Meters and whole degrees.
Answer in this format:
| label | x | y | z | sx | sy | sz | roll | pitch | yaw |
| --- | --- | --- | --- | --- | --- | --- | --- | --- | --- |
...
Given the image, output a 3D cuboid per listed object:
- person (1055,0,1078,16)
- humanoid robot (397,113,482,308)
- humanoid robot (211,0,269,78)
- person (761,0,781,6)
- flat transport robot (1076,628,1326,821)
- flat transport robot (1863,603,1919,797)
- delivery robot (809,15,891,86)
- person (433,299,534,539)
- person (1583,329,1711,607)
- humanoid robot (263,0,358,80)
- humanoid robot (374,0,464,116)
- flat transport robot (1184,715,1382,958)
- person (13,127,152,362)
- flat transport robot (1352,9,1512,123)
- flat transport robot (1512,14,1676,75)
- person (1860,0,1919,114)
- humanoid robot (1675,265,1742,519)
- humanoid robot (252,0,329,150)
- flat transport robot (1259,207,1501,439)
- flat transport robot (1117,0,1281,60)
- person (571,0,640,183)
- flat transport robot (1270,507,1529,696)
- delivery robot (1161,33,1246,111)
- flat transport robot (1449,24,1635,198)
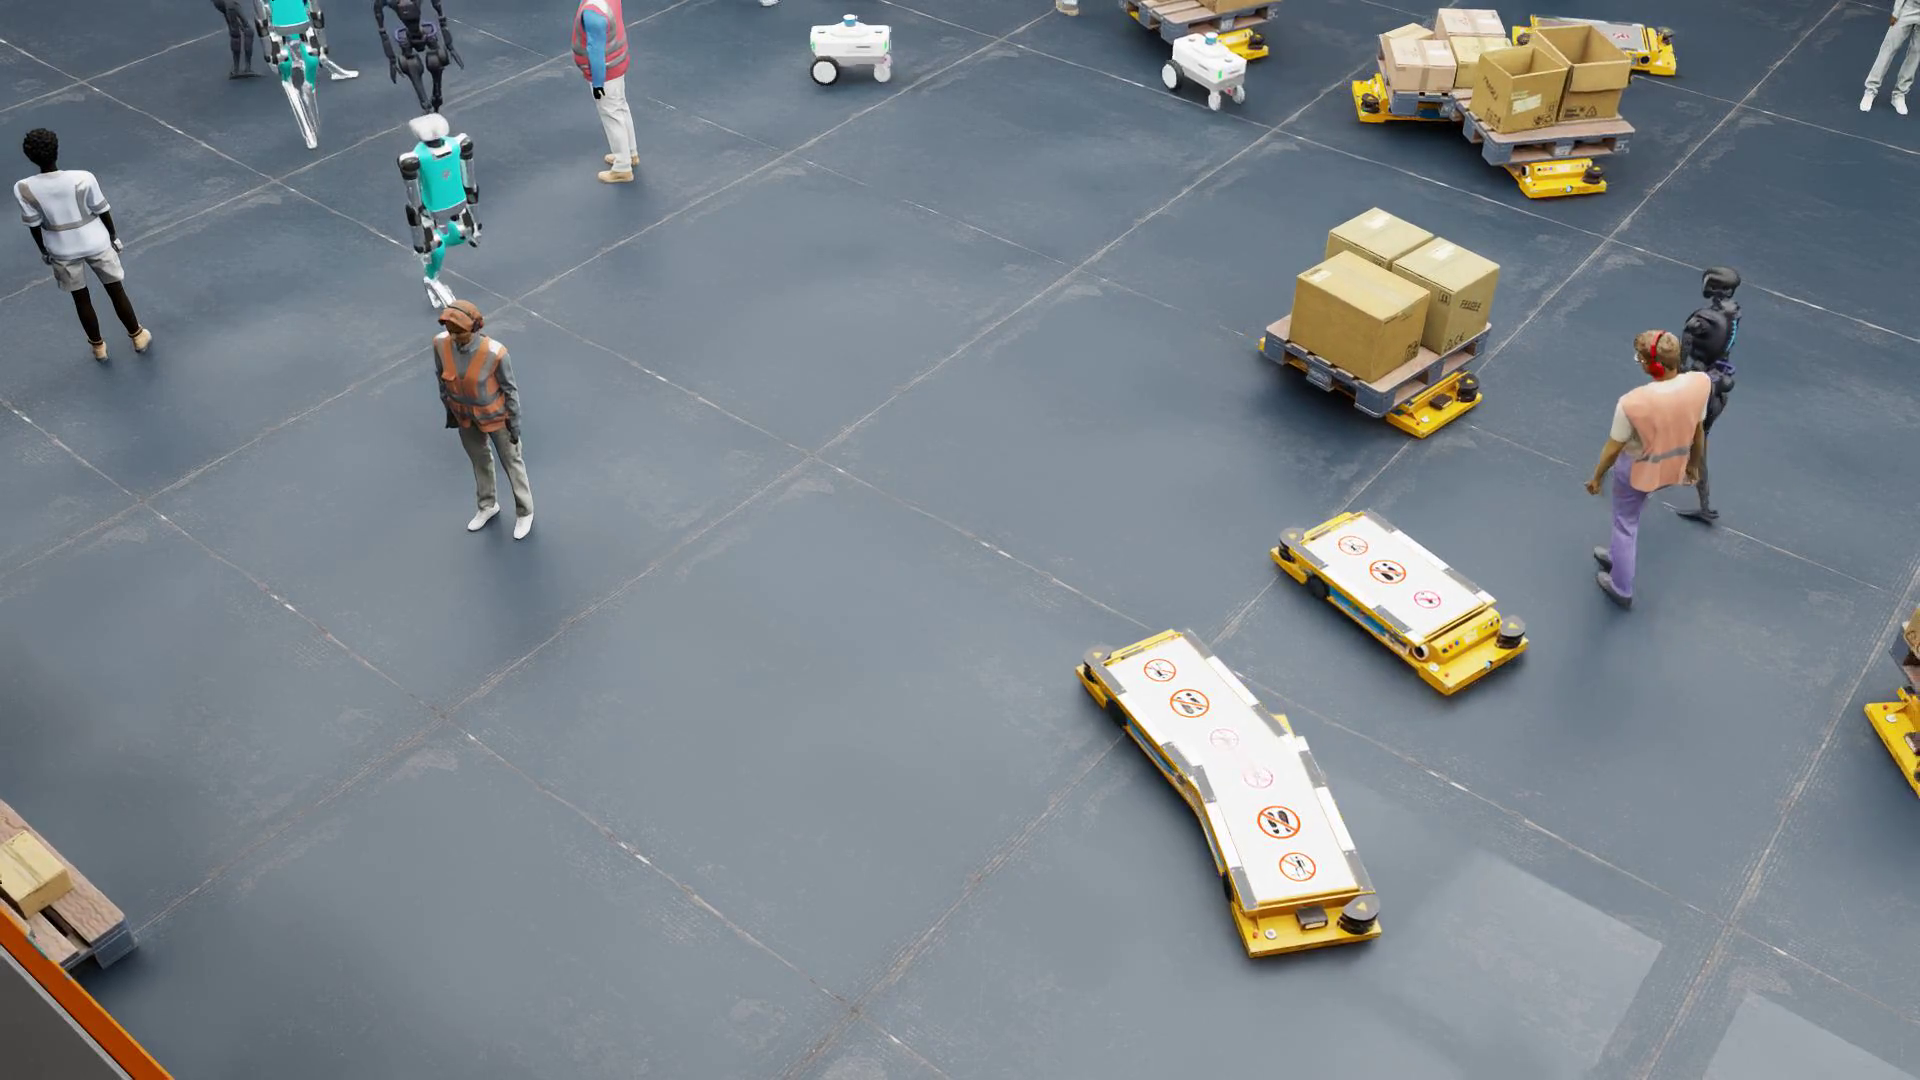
| label | x | y | z | sx | sy | sz | roll | pitch | yaw |
| --- | --- | --- | --- | --- | --- | --- | --- | --- | --- |
| person | 1.111 | -5.955 | 15.847 | 0.625 | 1.856 | 0.458 | -24 | 46 | -26 |
| humanoid robot | -3.725 | -2.241 | 11.597 | 0.534 | 1.759 | 0.979 | -33 | 50 | -32 |
| humanoid robot | -6.549 | -4.918 | 14.786 | 0.357 | 1.643 | 0.608 | -16 | 43 | -18 |
| person | -2.048 | -6.055 | 16.107 | 0.851 | 1.686 | 0.501 | 18 | 44 | 20 |
| flat transport robot | 1.275 | 0.999 | 8.902 | 0.659 | 0.231 | 1.431 | -20 | 44 | -22 |
| flat transport robot | 5.666 | 1.064 | 8.826 | 1.431 | 0.231 | 0.659 | -2 | 40 | -2 |
| delivery robot | -1.006 | -4.470 | 15.109 | 0.773 | 0.586 | 0.499 | 0 | 40 | 0 |
| person | -2.823 | -0.722 | 9.868 | 0.512 | 1.640 | 0.308 | 11 | 42 | 13 |
| person | 3.812 | -0.440 | 9.407 | 0.651 | 1.804 | 0.627 | -14 | 42 | -16 |
| humanoid robot | -5.952 | -4.848 | 14.667 | 0.887 | 1.780 | 0.567 | -9 | 41 | -10 |
| humanoid robot | -4.465 | -4.058 | 13.808 | 0.609 | 1.624 | 0.749 | -13 | 42 | -15 |
| flat transport robot | 1.562 | 1.432 | 8.393 | 0.659 | 0.231 | 1.431 | -7 | 41 | -8 |
| person | -5.995 | -2.001 | 11.328 | 0.539 | 1.695 | 0.317 | -15 | 43 | -17 |
| flat transport robot | 4.218 | -3.887 | 14.650 | 1.431 | 0.231 | 0.659 | 3 | 40 | 3 |
| flat transport robot | 5.906 | -4.617 | 15.509 | 1.431 | 0.231 | 0.659 | 9 | 41 | 10 |
| person | 8.225 | -4.493 | 14.228 | 0.483 | 1.738 | 0.309 | 9 | 41 | 11 |
| humanoid robot | 4.470 | -0.887 | 10.073 | 0.594 | 1.619 | 0.760 | -26 | 47 | -27 |
| humanoid robot | -5.509 | -4.061 | 13.786 | 0.557 | 1.891 | 0.679 | -19 | 44 | -21 |
| flat transport robot | 2.828 | -1.205 | 11.496 | 0.659 | 0.231 | 1.431 | -29 | 48 | -30 |
| flat transport robot | 2.256 | -4.895 | 15.836 | 0.659 | 0.231 | 1.431 | -18 | 44 | -20 |
| person | -2.858 | -3.772 | 13.314 | 0.431 | 1.835 | 0.628 | 0 | 40 | 0 |
| flat transport robot | 2.547 | 0.307 | 9.716 | 0.659 | 0.231 | 1.431 | -24 | 46 | -26 |
| delivery robot | 2.201 | -4.219 | 14.827 | 0.499 | 0.603 | 0.803 | -23 | 45 | -24 |
| flat transport robot | 4.817 | -3.311 | 13.973 | 0.659 | 0.231 | 1.431 | -6 | 41 | -7 |
